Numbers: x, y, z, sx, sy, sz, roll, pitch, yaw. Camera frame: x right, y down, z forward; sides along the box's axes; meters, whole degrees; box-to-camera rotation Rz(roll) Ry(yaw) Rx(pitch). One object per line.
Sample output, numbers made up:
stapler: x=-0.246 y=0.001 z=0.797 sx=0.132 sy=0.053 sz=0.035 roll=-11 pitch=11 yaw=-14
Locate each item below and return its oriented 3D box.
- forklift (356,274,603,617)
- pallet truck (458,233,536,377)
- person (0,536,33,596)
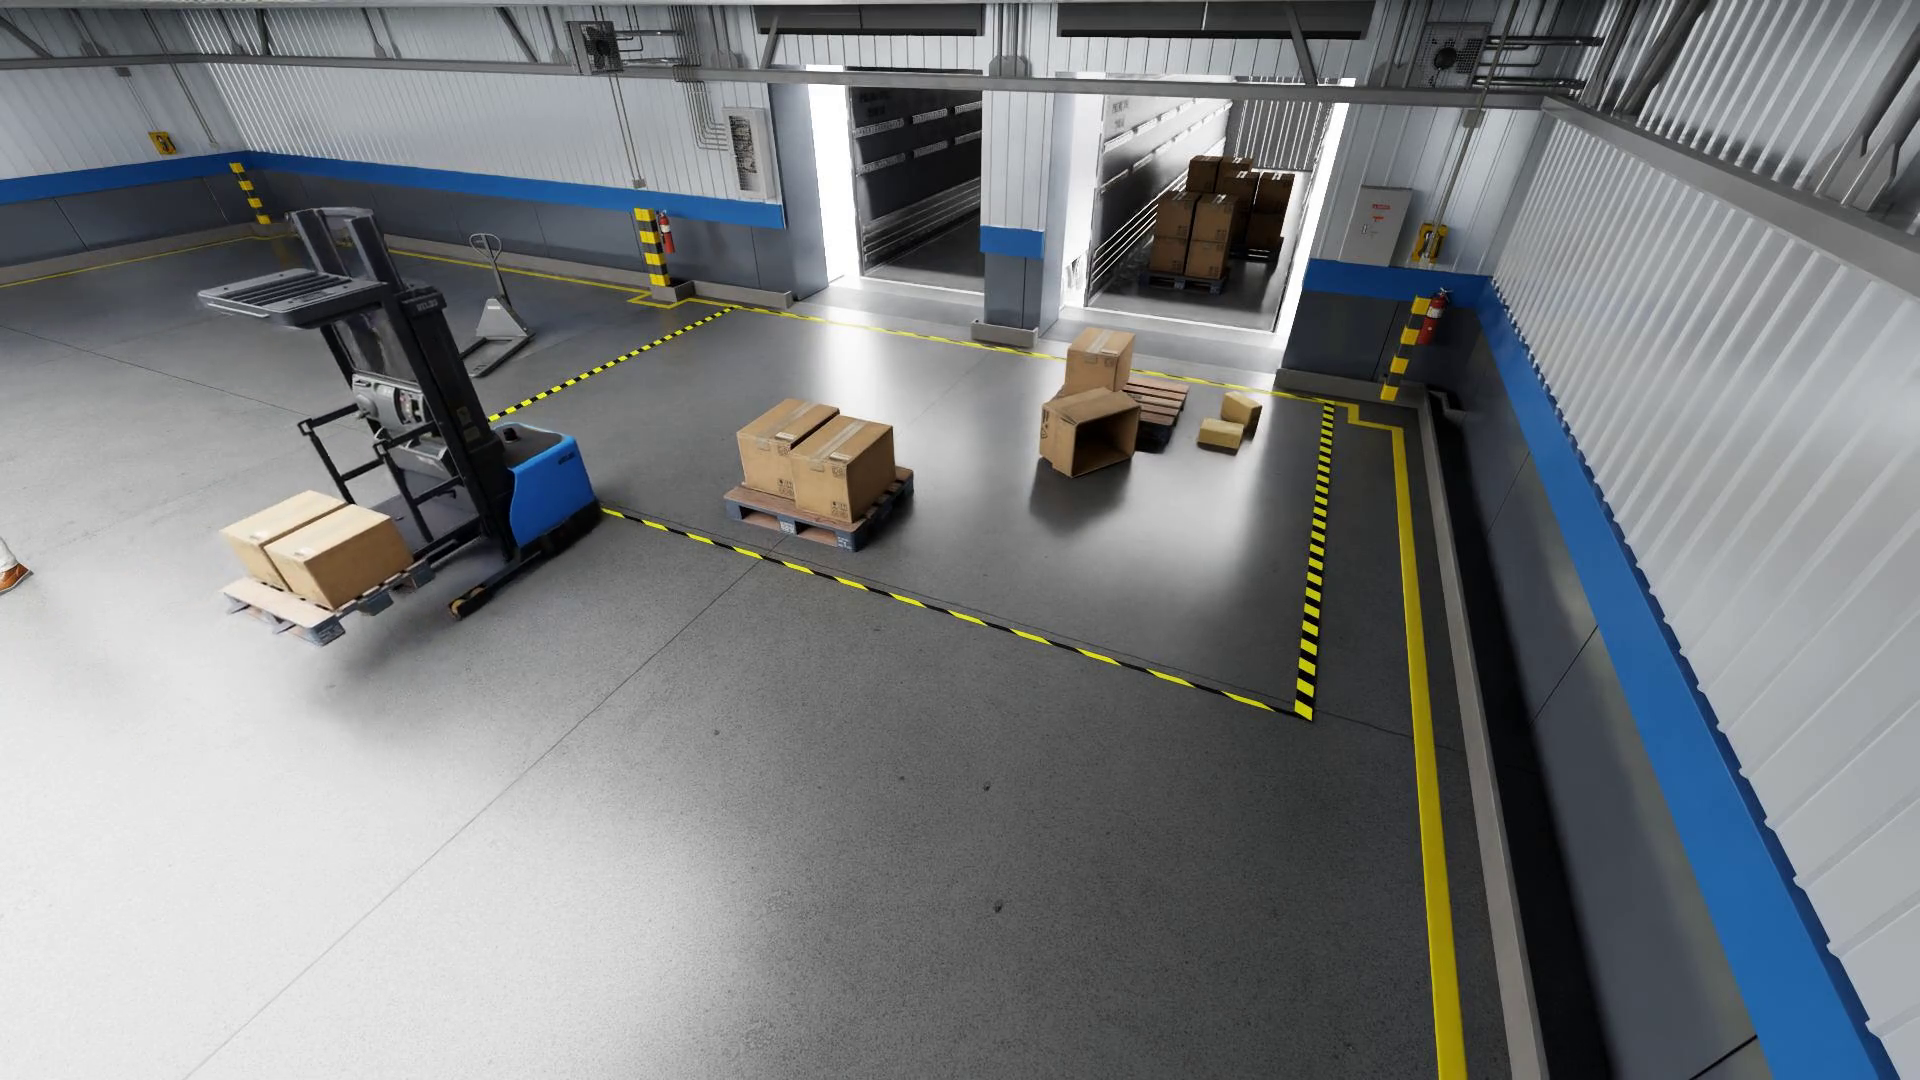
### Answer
forklift: x=-3.337 y=-0.823 z=5.085 sx=0.716 sy=2.013 sz=0.776 roll=14 pitch=38 yaw=19
pallet truck: x=-5.664 y=-2.712 z=8.427 sx=0.680 sy=1.201 sz=1.601 roll=0 pitch=35 yaw=-1
person: x=-6.880 y=-0.470 z=4.669 sx=0.601 sy=1.948 sz=0.382 roll=0 pitch=35 yaw=0
